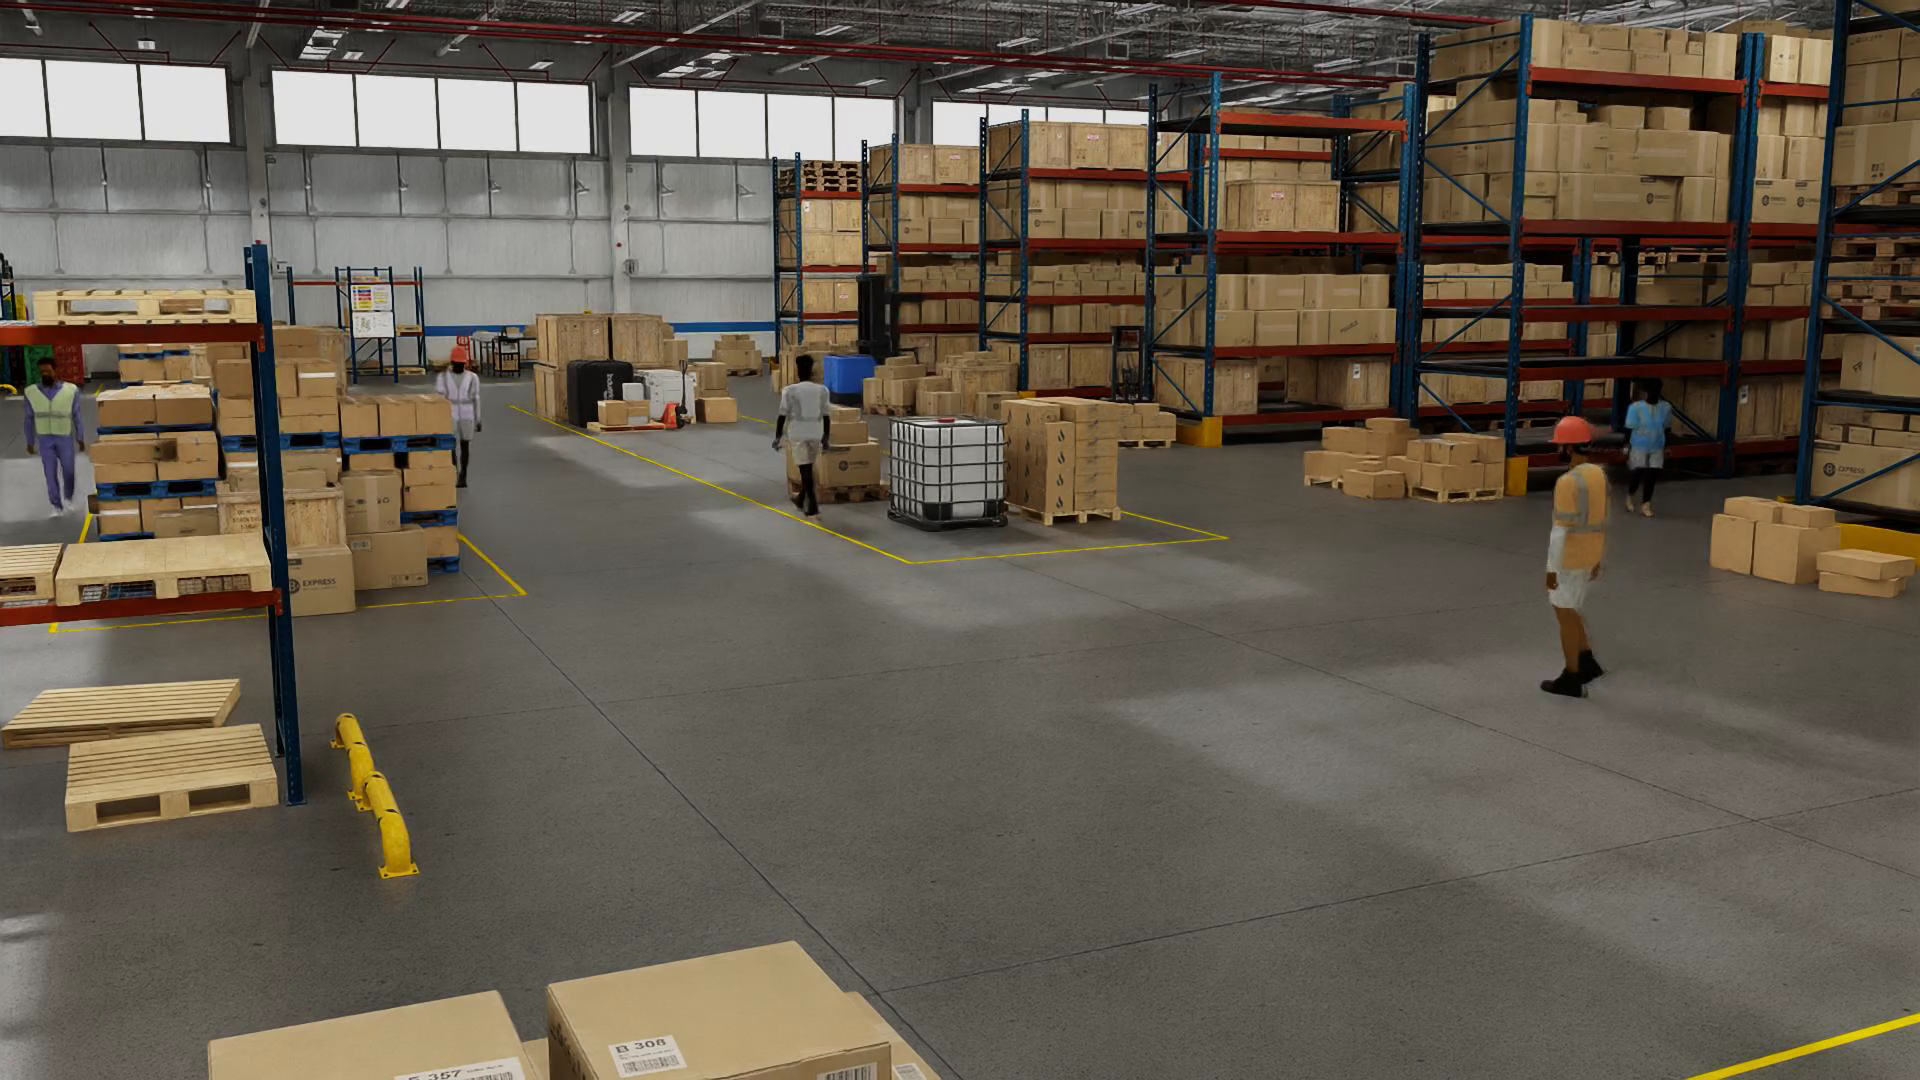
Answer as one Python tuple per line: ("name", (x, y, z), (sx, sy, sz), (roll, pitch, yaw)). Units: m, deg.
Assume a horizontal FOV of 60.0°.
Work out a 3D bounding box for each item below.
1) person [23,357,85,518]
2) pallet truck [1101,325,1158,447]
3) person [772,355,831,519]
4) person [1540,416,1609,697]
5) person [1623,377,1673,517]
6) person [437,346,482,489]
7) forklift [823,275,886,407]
("person", (-10.694, -1.211, 19.630), (0.614, 1.899, 0.457), (-4, 10, -21))
("pallet truck", (2.881, -2.596, 27.923), (0.823, 1.965, 1.885), (-1, 9, -7))
("person", (-1.871, -1.227, 19.691), (0.630, 1.912, 0.998), (-6, 11, -31))
("person", (4.159, 0.114, 11.337), (0.579, 1.920, 0.399), (-8, 12, -42))
("person", (8.120, -1.096, 19.623), (0.543, 1.674, 0.380), (0, 9, -2))
("person", (-6.658, -1.623, 22.158), (0.560, 1.905, 0.681), (-3, 10, -20))
("forklift", (-1.940, -4.326, 35.927), (1.873, 2.768, 1.129), (-4, 10, -25))
